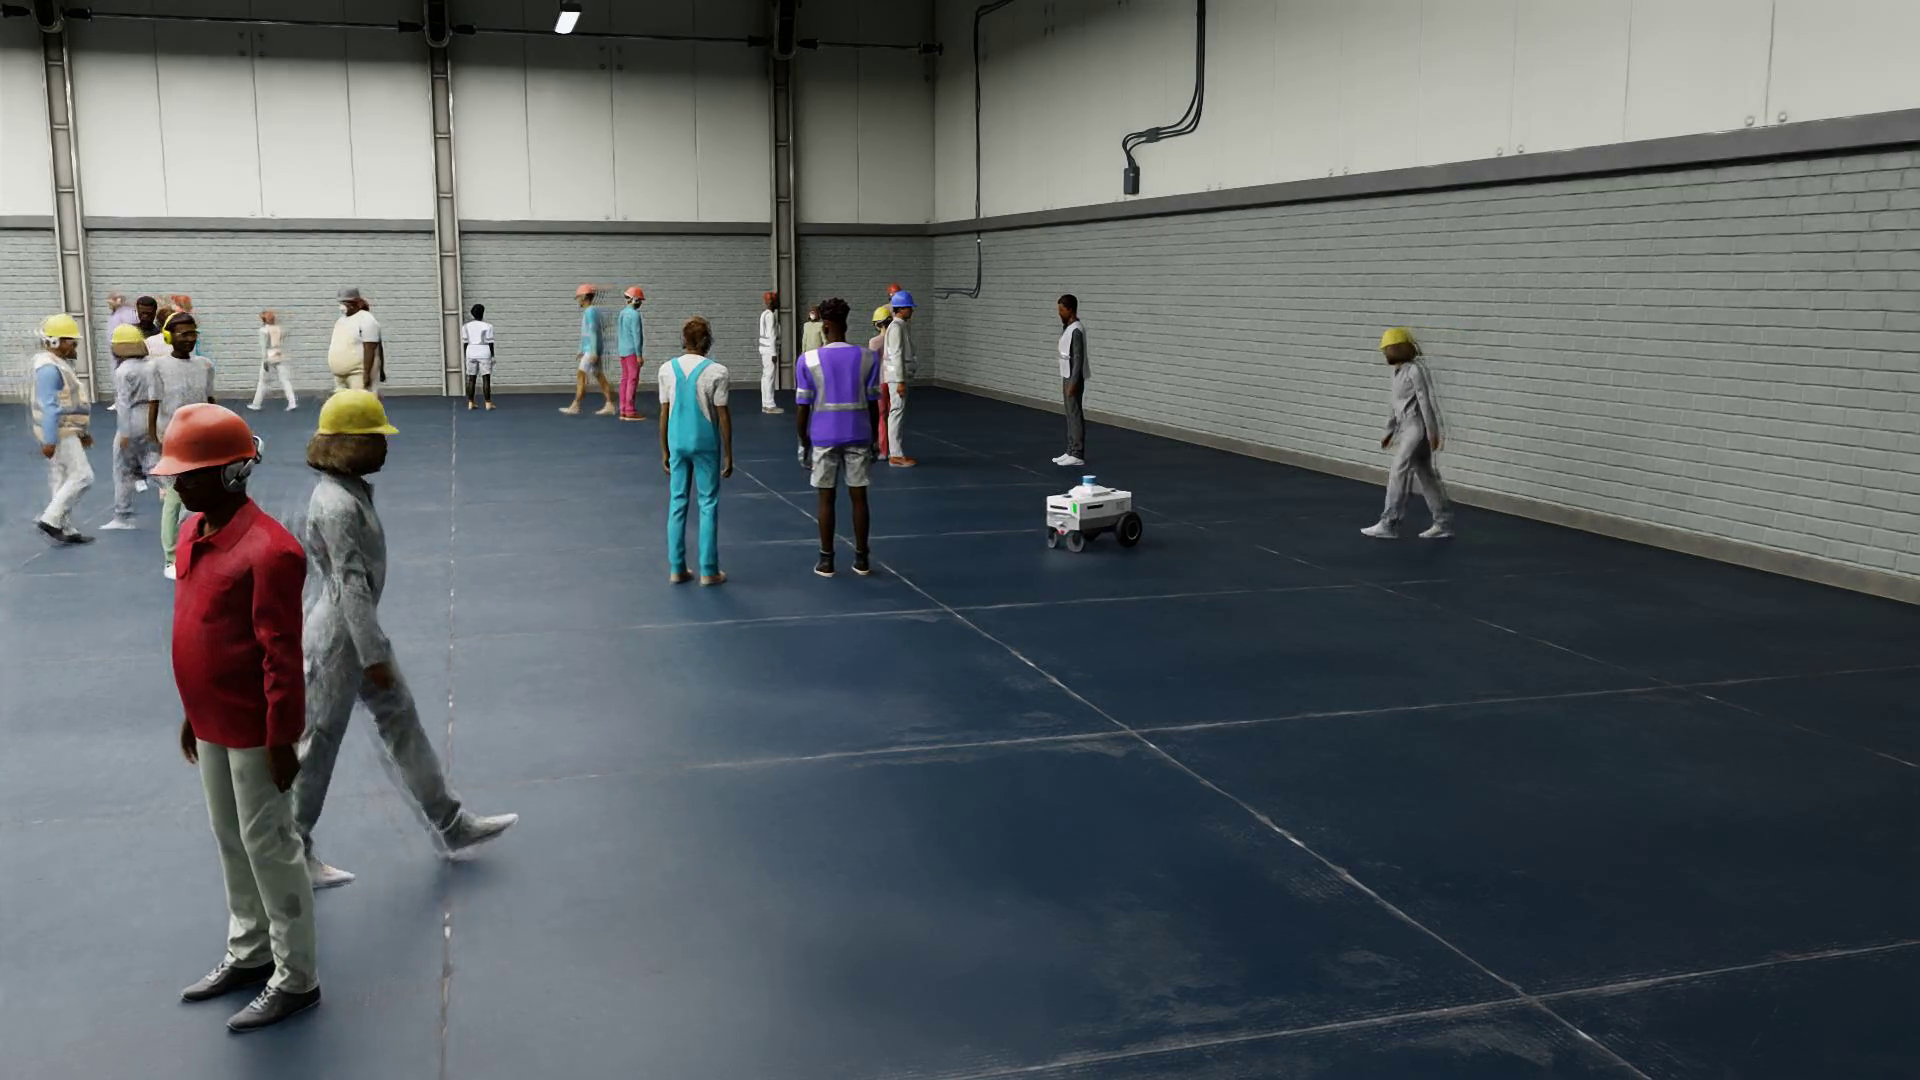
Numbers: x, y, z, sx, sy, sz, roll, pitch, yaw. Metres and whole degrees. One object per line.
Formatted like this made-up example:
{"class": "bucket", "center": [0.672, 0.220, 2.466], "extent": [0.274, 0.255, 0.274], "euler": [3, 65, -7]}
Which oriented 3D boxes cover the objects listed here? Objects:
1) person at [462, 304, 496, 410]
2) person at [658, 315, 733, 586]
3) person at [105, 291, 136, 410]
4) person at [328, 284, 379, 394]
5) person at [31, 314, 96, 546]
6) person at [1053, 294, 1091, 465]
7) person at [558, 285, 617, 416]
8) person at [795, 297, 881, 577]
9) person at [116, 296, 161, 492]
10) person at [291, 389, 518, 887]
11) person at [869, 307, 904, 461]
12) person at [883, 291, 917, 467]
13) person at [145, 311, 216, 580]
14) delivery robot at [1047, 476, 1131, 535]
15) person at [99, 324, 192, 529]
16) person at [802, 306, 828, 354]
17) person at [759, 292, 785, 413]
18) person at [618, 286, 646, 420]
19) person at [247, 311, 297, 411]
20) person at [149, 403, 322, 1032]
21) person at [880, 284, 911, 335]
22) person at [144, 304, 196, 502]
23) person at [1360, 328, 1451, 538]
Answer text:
{"class": "person", "center": [-7.661, -2.911, 26.504], "extent": [0.535, 1.690, 0.321], "euler": [2, 9, 12]}
{"class": "person", "center": [-1.787, -0.596, 11.270], "extent": [0.511, 1.837, 0.353], "euler": [2, 9, 13]}
{"class": "person", "center": [-13.348, -3.015, 26.493], "extent": [0.663, 1.895, 0.518], "euler": [6, 11, 35]}
{"class": "person", "center": [-7.241, -2.035, 19.793], "extent": [0.687, 2.000, 0.538], "euler": [7, 11, 36]}
{"class": "person", "center": [-6.931, -0.835, 12.877], "extent": [0.426, 1.811, 0.587], "euler": [-4, 10, -25]}
{"class": "person", "center": [1.265, -1.791, 18.643], "extent": [0.390, 1.914, 0.587], "euler": [-1, 9, -5]}
{"class": "person", "center": [-5.706, -2.872, 25.312], "extent": [0.964, 1.983, 0.618], "euler": [-1, 9, -9]}
{"class": "person", "center": [-0.852, -0.711, 11.622], "extent": [0.611, 1.956, 0.390], "euler": [-2, 9, -12]}
{"class": "person", "center": [-7.996, -1.444, 16.422], "extent": [0.395, 1.915, 0.587], "euler": [8, 12, 43]}
{"class": "person", "center": [-1.980, 0.341, 5.704], "extent": [0.871, 1.704, 0.504], "euler": [-2, 9, -12]}
{"class": "person", "center": [-0.866, -1.788, 19.113], "extent": [0.335, 1.760, 0.522], "euler": [8, 12, 41]}
{"class": "person", "center": [-0.660, -1.790, 18.514], "extent": [0.389, 1.949, 0.604], "euler": [0, 9, 0]}
{"class": "person", "center": [-5.367, -0.652, 11.550], "extent": [0.328, 1.860, 0.536], "euler": [6, 11, 34]}
{"class": "delivery robot", "center": [0.997, -0.254, 12.851], "extent": [0.707, 0.478, 0.477], "euler": [-9, 12, -43]}
{"class": "person", "center": [-6.792, -0.932, 13.801], "extent": [0.732, 1.722, 0.496], "euler": [1, 9, 5]}
{"class": "person", "center": [-2.461, -3.147, 28.187], "extent": [0.509, 1.631, 0.265], "euler": [6, 10, 32]}
{"class": "person", "center": [-2.943, -2.914, 25.900], "extent": [0.362, 1.883, 0.575], "euler": [-3, 9, -16]}
{"class": "person", "center": [-4.836, -2.758, 24.629], "extent": [0.434, 1.977, 0.608], "euler": [-5, 10, -31]}
{"class": "person", "center": [-10.850, -2.819, 26.220], "extent": [0.882, 1.587, 0.524], "euler": [3, 10, 21]}
{"class": "person", "center": [-2.034, 0.488, 4.647], "extent": [0.568, 1.743, 0.349], "euler": [8, 12, 41]}
{"class": "person", "center": [-1.172, -3.609, 29.968], "extent": [0.622, 1.996, 0.370], "euler": [-6, 11, -32]}
{"class": "person", "center": [-7.352, -1.270, 15.536], "extent": [0.517, 1.842, 0.327], "euler": [-1, 9, -5]}
{"class": "person", "center": [3.579, -0.847, 13.327], "extent": [0.832, 1.674, 0.497], "euler": [0, 9, 0]}
